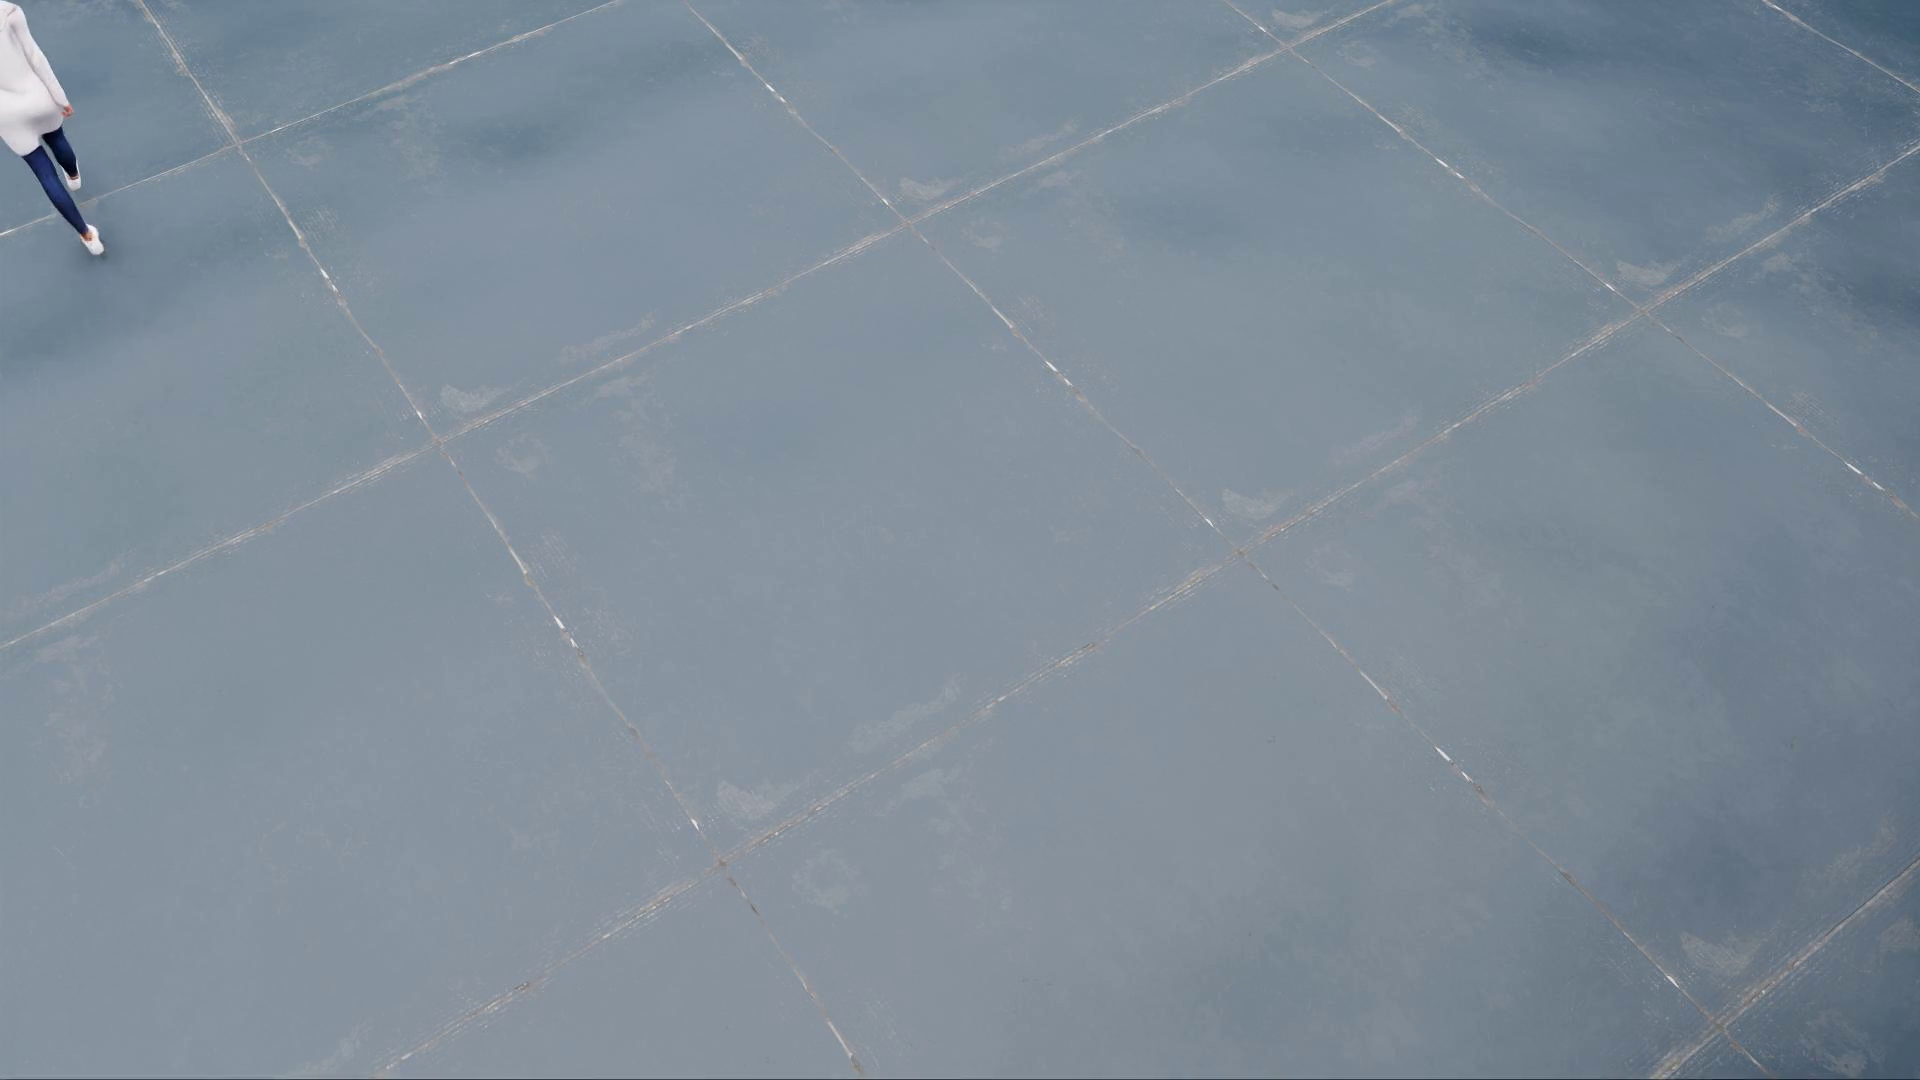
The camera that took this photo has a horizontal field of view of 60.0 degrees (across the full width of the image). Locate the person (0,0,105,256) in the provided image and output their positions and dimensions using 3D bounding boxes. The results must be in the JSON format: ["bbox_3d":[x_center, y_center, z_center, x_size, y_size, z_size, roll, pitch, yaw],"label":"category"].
[{"bbox_3d":[-5.120,-2.314,9.108,0.674,1.733,1.110,-26,56,-18],"label":"person"}]
